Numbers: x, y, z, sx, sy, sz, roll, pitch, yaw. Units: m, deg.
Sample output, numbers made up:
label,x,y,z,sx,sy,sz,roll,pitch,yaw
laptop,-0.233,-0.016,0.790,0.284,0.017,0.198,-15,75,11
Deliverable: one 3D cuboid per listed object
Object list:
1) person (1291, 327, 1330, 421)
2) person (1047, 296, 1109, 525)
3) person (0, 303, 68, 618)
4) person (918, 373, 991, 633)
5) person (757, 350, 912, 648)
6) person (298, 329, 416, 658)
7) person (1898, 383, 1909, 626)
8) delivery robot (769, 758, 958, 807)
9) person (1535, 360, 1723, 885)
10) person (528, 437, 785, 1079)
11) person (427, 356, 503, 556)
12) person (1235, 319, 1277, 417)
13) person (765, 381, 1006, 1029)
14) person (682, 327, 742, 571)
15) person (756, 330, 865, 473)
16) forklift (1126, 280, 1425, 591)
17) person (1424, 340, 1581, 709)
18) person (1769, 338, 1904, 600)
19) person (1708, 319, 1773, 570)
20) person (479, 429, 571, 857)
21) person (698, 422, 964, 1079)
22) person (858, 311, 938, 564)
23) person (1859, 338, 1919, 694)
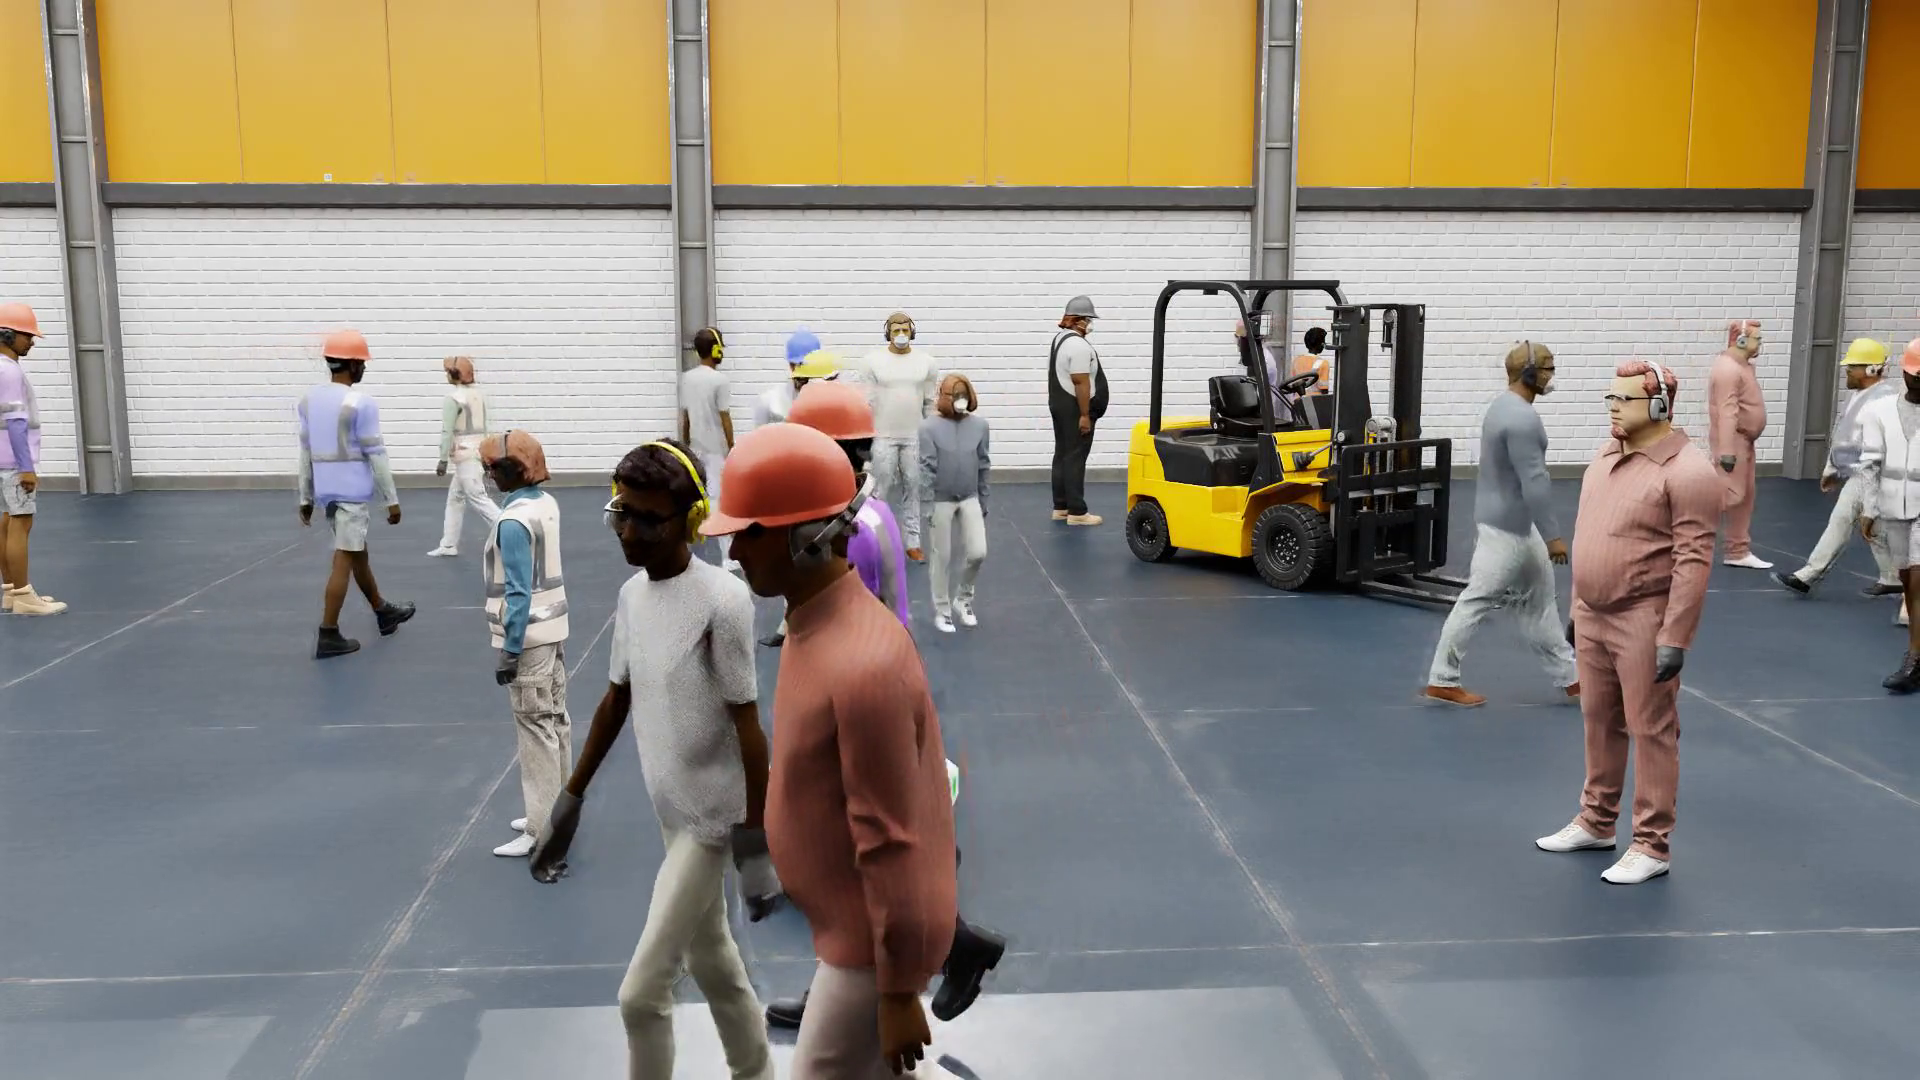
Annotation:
label,x,y,z,sx,sy,sz,roll,pitch,yaw
person,3.564,-1.312,16.901,0.319,1.691,0.535,-5,10,-30
person,1.064,-1.165,14.873,0.536,2.000,0.684,-3,9,-16
person,-6.114,-0.515,10.821,0.396,2.033,0.605,-7,12,-39
person,-0.031,-0.223,10.288,0.504,1.622,0.378,-4,10,-21
person,-0.734,-0.219,9.750,0.879,1.799,0.599,0,9,-1
person,-3.532,-0.295,9.870,0.559,1.890,0.949,5,10,29
person,6.315,-0.443,10.567,1.042,1.968,0.674,-5,10,-27
delivery robot,-0.372,0.928,6.089,0.707,0.478,0.477,-3,10,-20
person,2.452,0.295,6.126,0.410,1.909,0.643,-3,9,-17
person,-0.687,0.685,3.866,0.733,1.839,0.567,-5,10,-30
person,-3.782,-0.637,12.946,0.840,1.601,0.521,1,9,7
person,2.474,-0.988,14.411,0.998,1.840,0.623,-1,9,-5
person,-0.235,0.501,4.785,0.607,1.920,0.569,0,9,-1
person,-1.871,-0.638,12.185,0.876,1.842,0.519,-9,12,-43
person,-0.916,-0.302,9.955,0.605,1.897,0.996,-4,10,-22
forklift,2.301,-0.860,12.475,1.214,2.155,2.313,-6,11,-35
person,2.870,-0.058,8.402,1.024,1.881,0.640,2,9,14
person,6.041,-0.470,11.303,0.932,1.779,0.623,2,9,11
person,5.780,-0.719,12.523,0.680,1.887,0.658,6,11,33
person,-1.652,0.389,6.372,0.310,1.640,0.514,0,9,-1
person,-0.086,0.731,3.281,0.855,1.957,0.632,-2,9,-12
person,-0.463,-0.772,12.727,0.627,1.940,0.372,-2,9,-15
person,5.073,-0.142,8.915,0.873,1.883,0.543,-7,11,-37
